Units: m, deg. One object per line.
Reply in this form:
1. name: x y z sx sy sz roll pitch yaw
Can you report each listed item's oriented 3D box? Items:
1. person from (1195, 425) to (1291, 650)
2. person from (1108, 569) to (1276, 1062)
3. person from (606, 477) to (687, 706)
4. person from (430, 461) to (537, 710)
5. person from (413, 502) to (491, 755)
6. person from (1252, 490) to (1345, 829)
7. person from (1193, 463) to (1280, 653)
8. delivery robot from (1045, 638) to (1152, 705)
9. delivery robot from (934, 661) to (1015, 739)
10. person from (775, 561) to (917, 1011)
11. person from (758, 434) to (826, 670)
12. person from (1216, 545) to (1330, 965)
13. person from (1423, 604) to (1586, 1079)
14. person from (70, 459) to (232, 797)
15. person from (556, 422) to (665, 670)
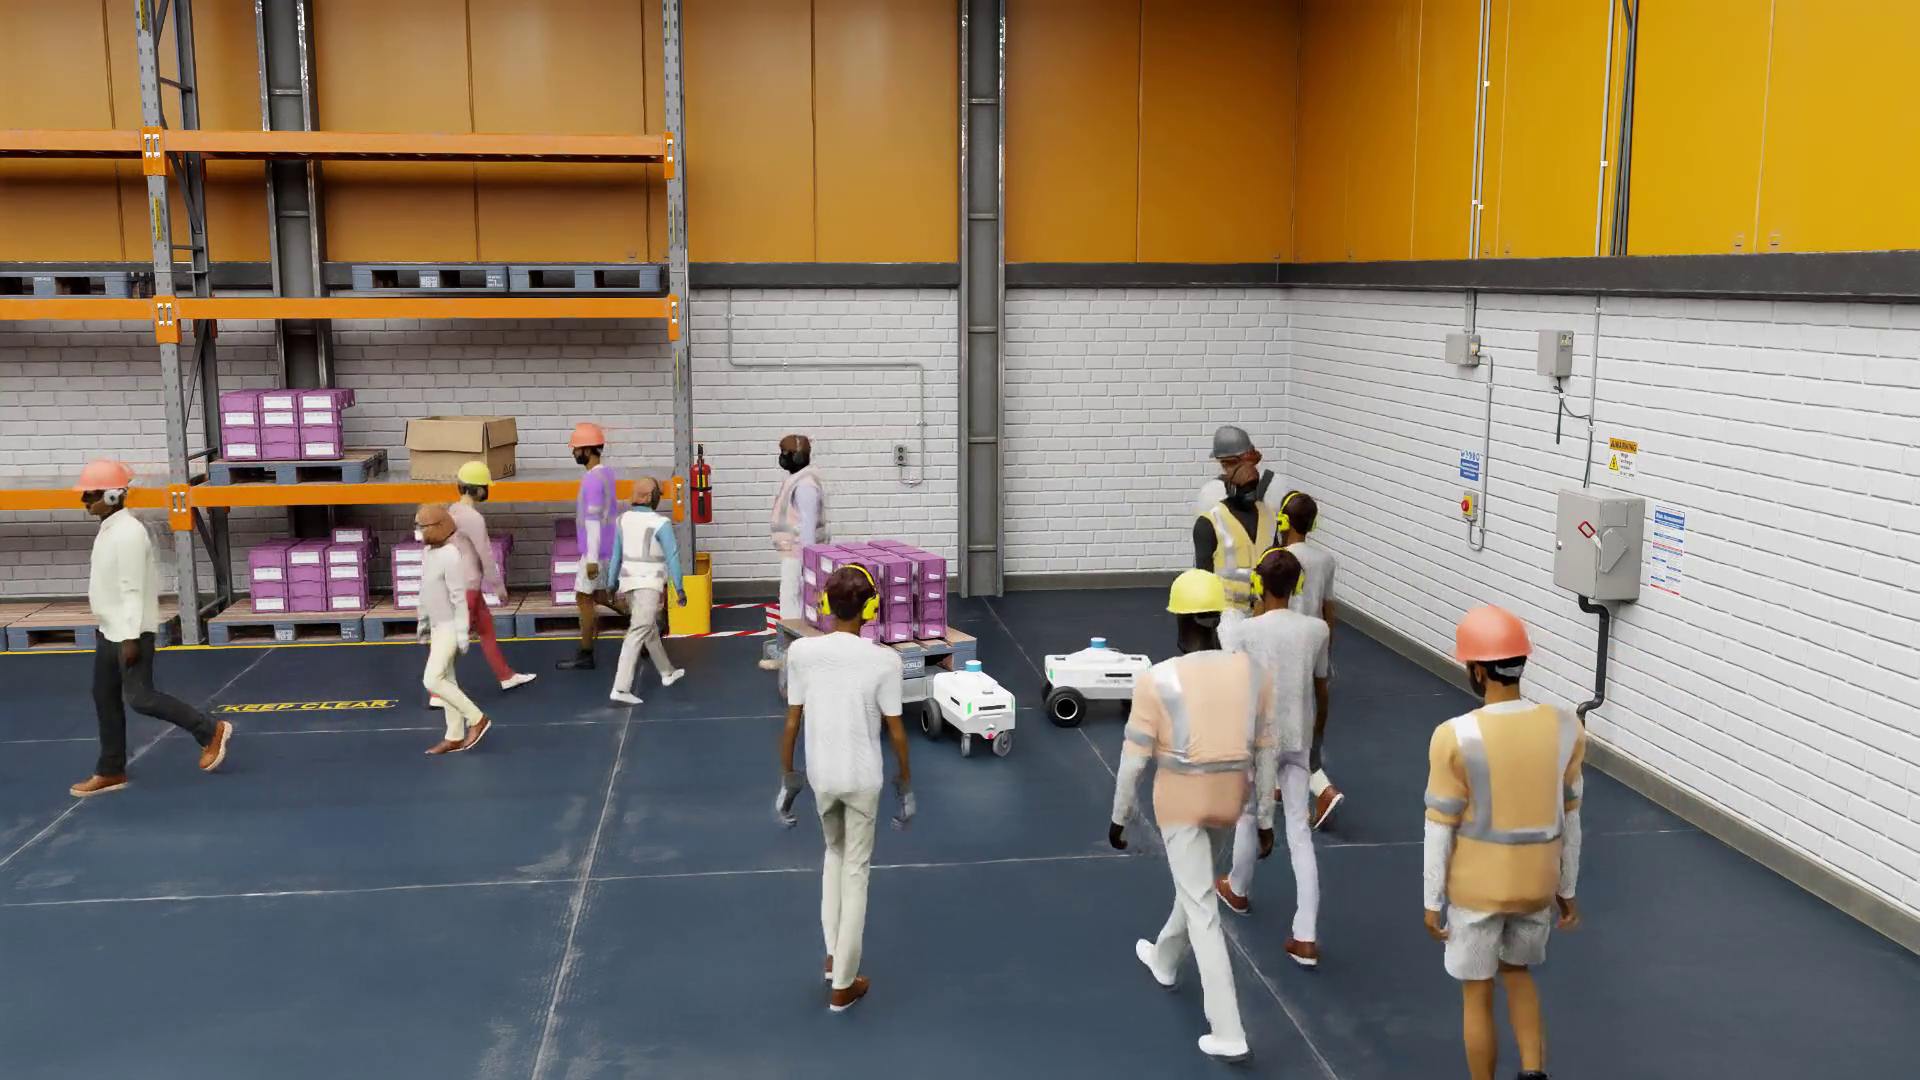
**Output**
1. person: 1.964 0.158 11.632 0.706 2.000 0.629 -1 9 -8
2. person: 0.934 1.052 6.637 0.612 1.874 1.063 -4 10 -22
3. person: -2.246 0.346 11.869 0.572 1.586 0.895 6 11 34
4. person: -3.361 0.308 11.681 0.895 1.723 0.523 -6 11 -32
5. person: -3.242 0.566 10.400 0.361 1.618 0.530 -6 11 -34
6. person: 1.860 0.648 9.224 0.517 1.842 0.832 -6 11 -31
7. person: 1.806 0.384 10.945 0.630 1.816 0.833 -5 10 -27
8. delivery robot: 0.940 0.908 11.288 0.707 0.478 0.477 0 9 0
9. delivery robot: 0.087 1.015 10.617 0.477 0.478 0.707 -3 10 -19
10. person: -0.451 1.003 6.939 0.568 1.850 0.562 3 10 18
11. person: -1.167 0.087 12.758 0.711 1.825 0.638 -1 9 -6
12. person: 1.440 0.930 7.536 0.539 1.815 0.997 -1 9 -9
13. person: 1.844 1.171 5.696 0.569 1.915 0.423 -1 9 -8
14. person: -4.800 0.493 9.746 0.800 1.973 0.613 -9 12 -43
15. person: -2.702 0.054 12.681 0.752 1.915 0.555 0 9 -2
